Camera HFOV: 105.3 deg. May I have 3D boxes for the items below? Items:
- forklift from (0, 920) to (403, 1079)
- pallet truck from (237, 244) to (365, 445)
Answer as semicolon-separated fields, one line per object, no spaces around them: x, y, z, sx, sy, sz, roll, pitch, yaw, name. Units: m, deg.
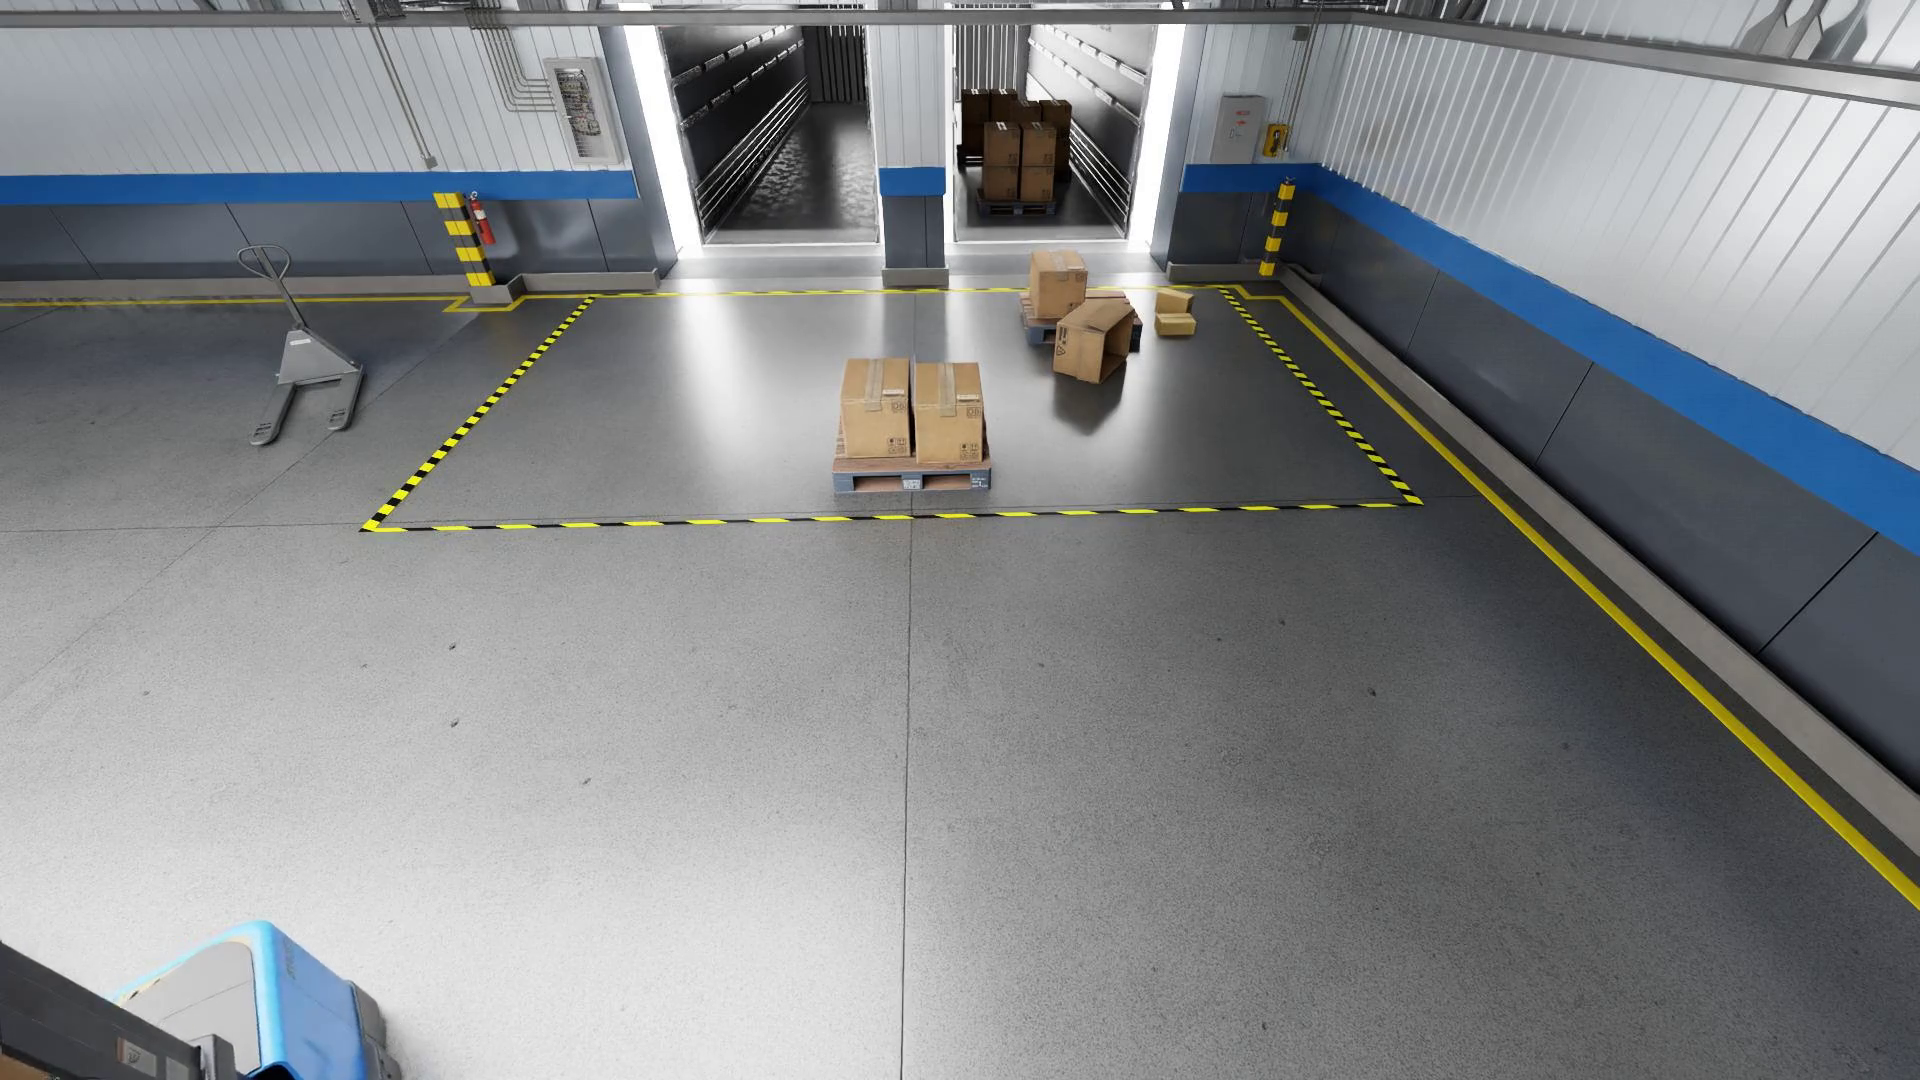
-2.274;1.367;1.814;0.716;2.013;0.776;-28;46;-30;forklift
-5.915;-1.733;6.366;0.680;1.201;1.601;-18;42;-21;pallet truck
